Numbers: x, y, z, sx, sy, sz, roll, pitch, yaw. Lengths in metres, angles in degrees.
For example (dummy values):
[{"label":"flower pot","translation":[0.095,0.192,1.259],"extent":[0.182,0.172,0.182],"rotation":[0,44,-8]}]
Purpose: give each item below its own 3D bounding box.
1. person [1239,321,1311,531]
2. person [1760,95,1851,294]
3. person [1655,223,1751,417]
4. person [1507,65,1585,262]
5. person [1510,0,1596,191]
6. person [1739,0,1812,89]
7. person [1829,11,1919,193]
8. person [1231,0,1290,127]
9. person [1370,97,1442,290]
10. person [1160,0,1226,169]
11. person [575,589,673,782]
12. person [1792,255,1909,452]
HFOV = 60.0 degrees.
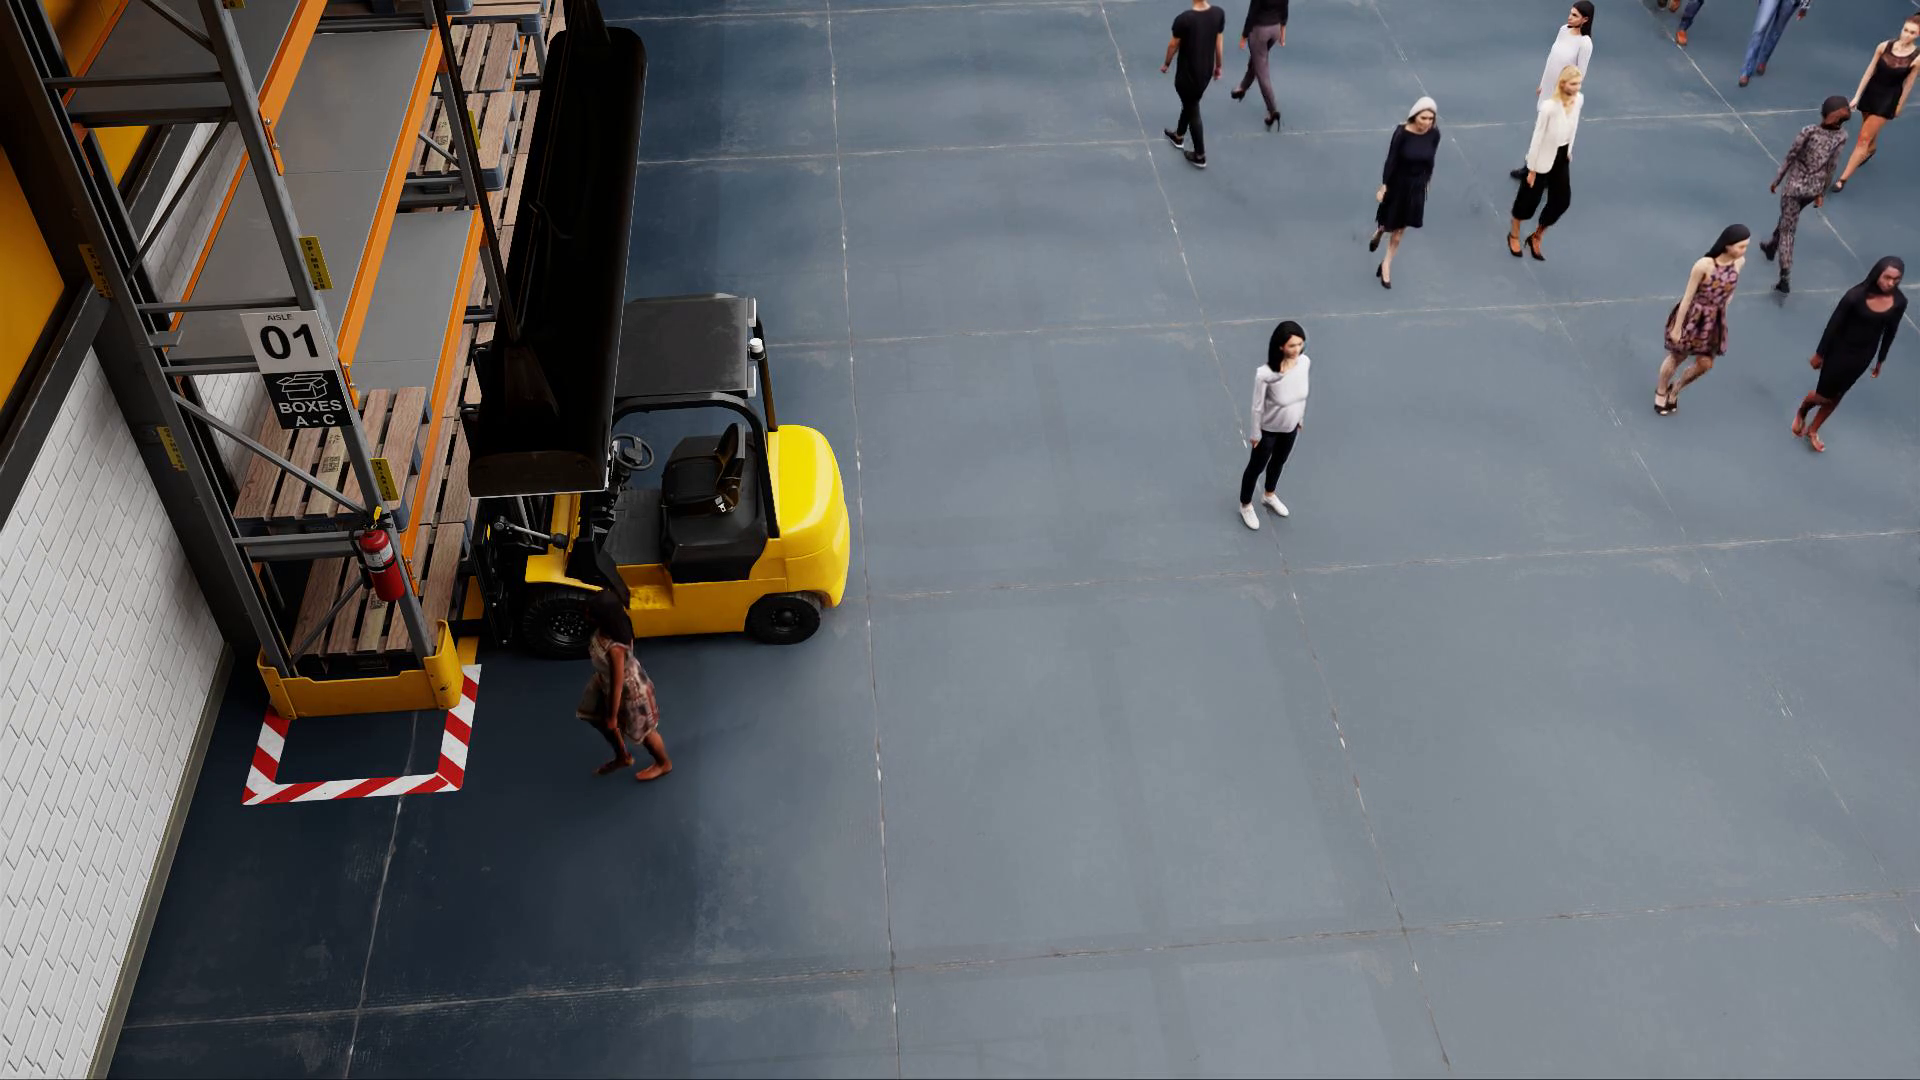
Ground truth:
[{"label":"person","translation":[2.231,-0.832,11.765],"extent":[0.705,1.701,0.711],"rotation":[-23,48,-23]},{"label":"person","translation":[7.063,-2.866,13.921],"extent":[0.665,1.672,1.154],"rotation":[3,44,3]},{"label":"person","translation":[5.557,-1.694,12.629],"extent":[0.682,1.757,0.728],"rotation":[-8,44,-8]},{"label":"person","translation":[4.933,-3.228,14.175],"extent":[0.773,1.845,0.809],"rotation":[-19,47,-19]},{"label":"person","translation":[5.427,-4.026,15.039],"extent":[0.722,1.809,0.565],"rotation":[-15,46,-15]},{"label":"person","translation":[8.214,-5.455,16.570],"extent":[0.937,1.767,1.085],"rotation":[17,46,17]},{"label":"person","translation":[8.436,-4.037,15.178],"extent":[1.019,1.633,1.110],"rotation":[-28,50,-26]},{"label":"person","translation":[2.954,-4.730,15.913],"extent":[0.907,1.623,1.109],"rotation":[-23,48,-22]},{"label":"person","translation":[3.704,-2.969,13.982],"extent":[0.637,1.736,0.812],"rotation":[-7,44,-7]},{"label":"person","translation":[2.211,-4.282,15.287],"extent":[0.918,1.838,1.047],"rotation":[-24,49,-23]},{"label":"person","translation":[-1.939,0.877,10.025],"extent":[0.822,1.627,0.772],"rotation":[-20,47,-20]},{"label":"person","translation":[6.580,-1.429,12.382],"extent":[0.652,1.713,0.640],"rotation":[-2,44,-3]}]
